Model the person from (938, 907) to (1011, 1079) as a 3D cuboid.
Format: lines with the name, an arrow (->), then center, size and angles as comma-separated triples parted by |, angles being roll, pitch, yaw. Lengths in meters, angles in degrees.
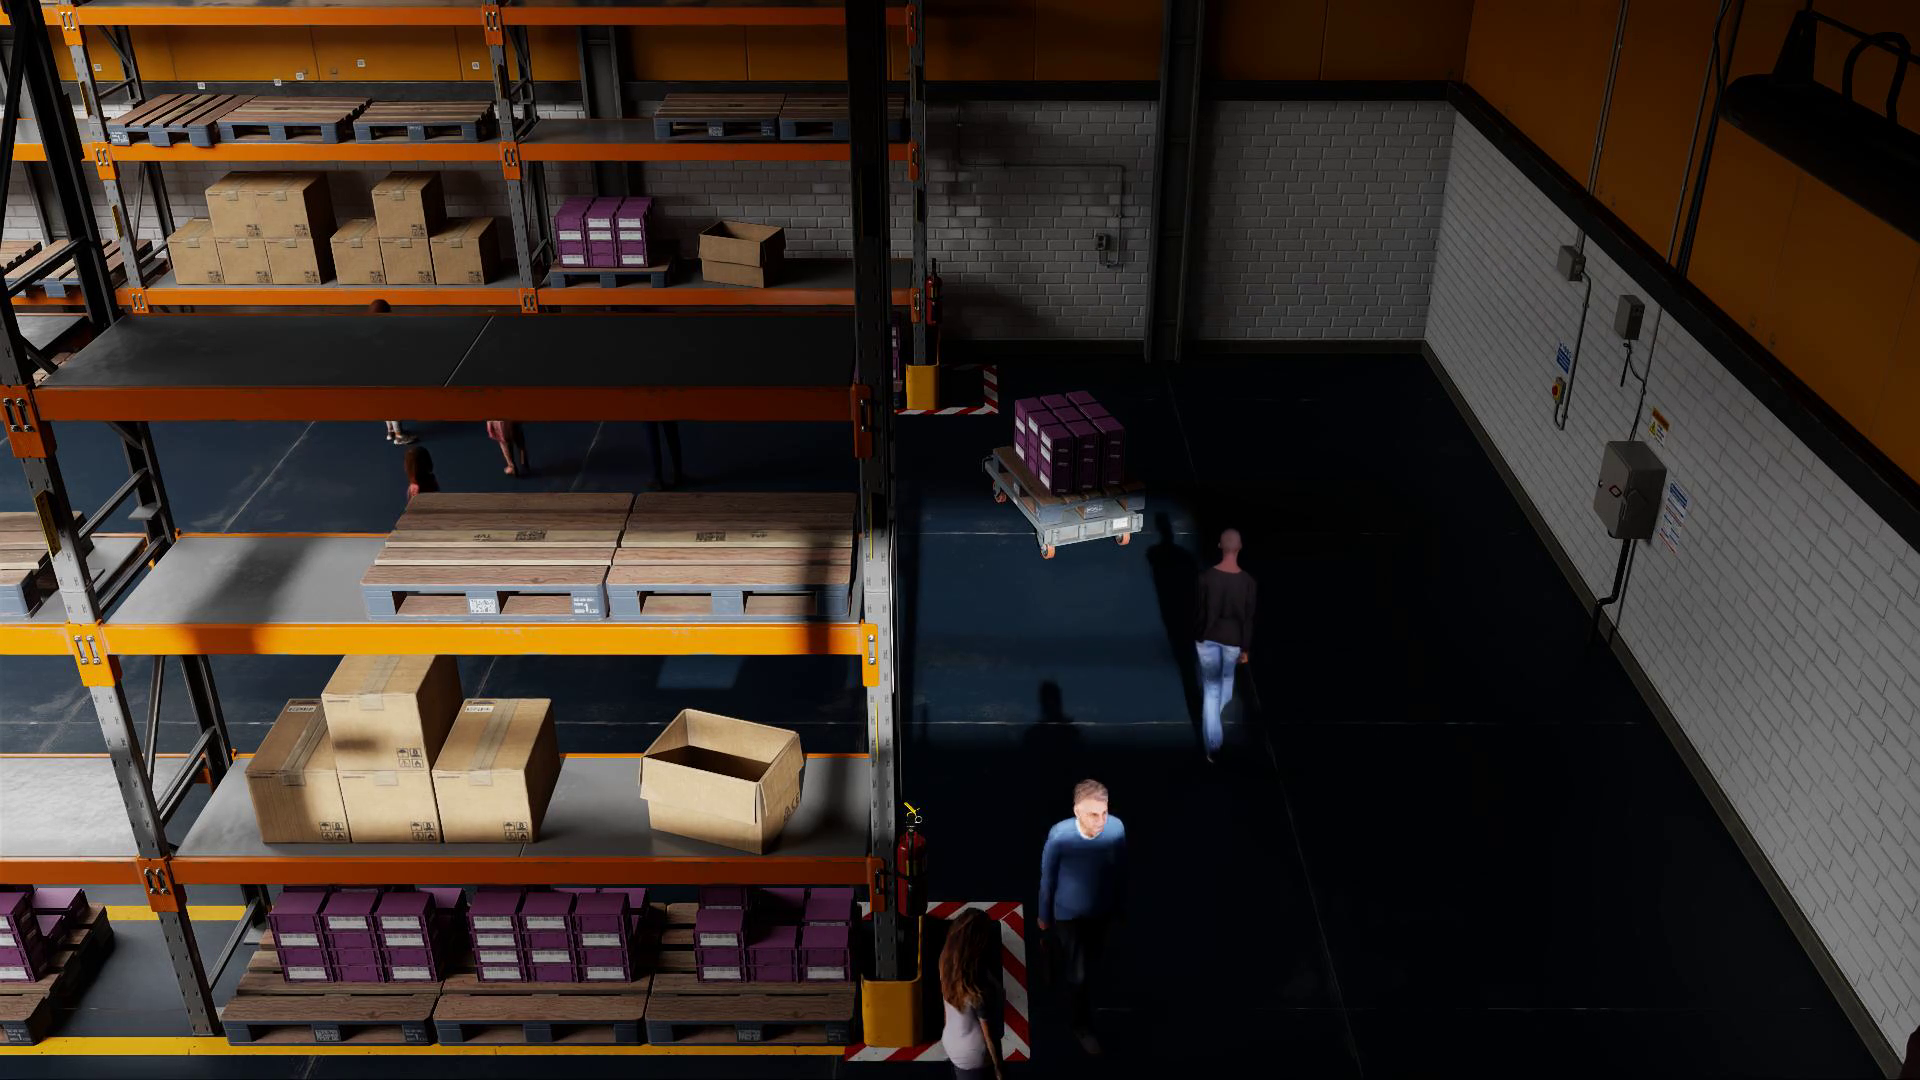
person -> -0.005, 2.617, 8.431 | 1.097, 1.706, 0.859 | -12, 31, -21

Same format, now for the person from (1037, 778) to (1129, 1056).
person -> 0.663, 2.023, 9.435 | 1.085, 1.789, 0.997 | -9, 30, -16

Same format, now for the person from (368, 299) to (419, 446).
person -> -5.677, -1.683, 16.531 | 0.730, 1.499, 0.683 | -20, 34, -32

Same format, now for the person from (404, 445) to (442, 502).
person -> -4.277, 0.031, 13.202 | 1.067, 1.678, 0.674 | -3, 29, -5

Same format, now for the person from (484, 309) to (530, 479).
person -> -4.294, -1.344, 15.717 | 0.727, 1.683, 0.796 | -21, 35, -33

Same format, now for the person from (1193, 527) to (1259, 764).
person -> 1.842, 0.776, 11.816 | 1.127, 1.697, 0.782 | 4, 29, 8

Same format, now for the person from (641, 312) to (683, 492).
person -> -2.842, -1.301, 15.585 | 0.625, 1.734, 0.716 | -17, 33, -28
